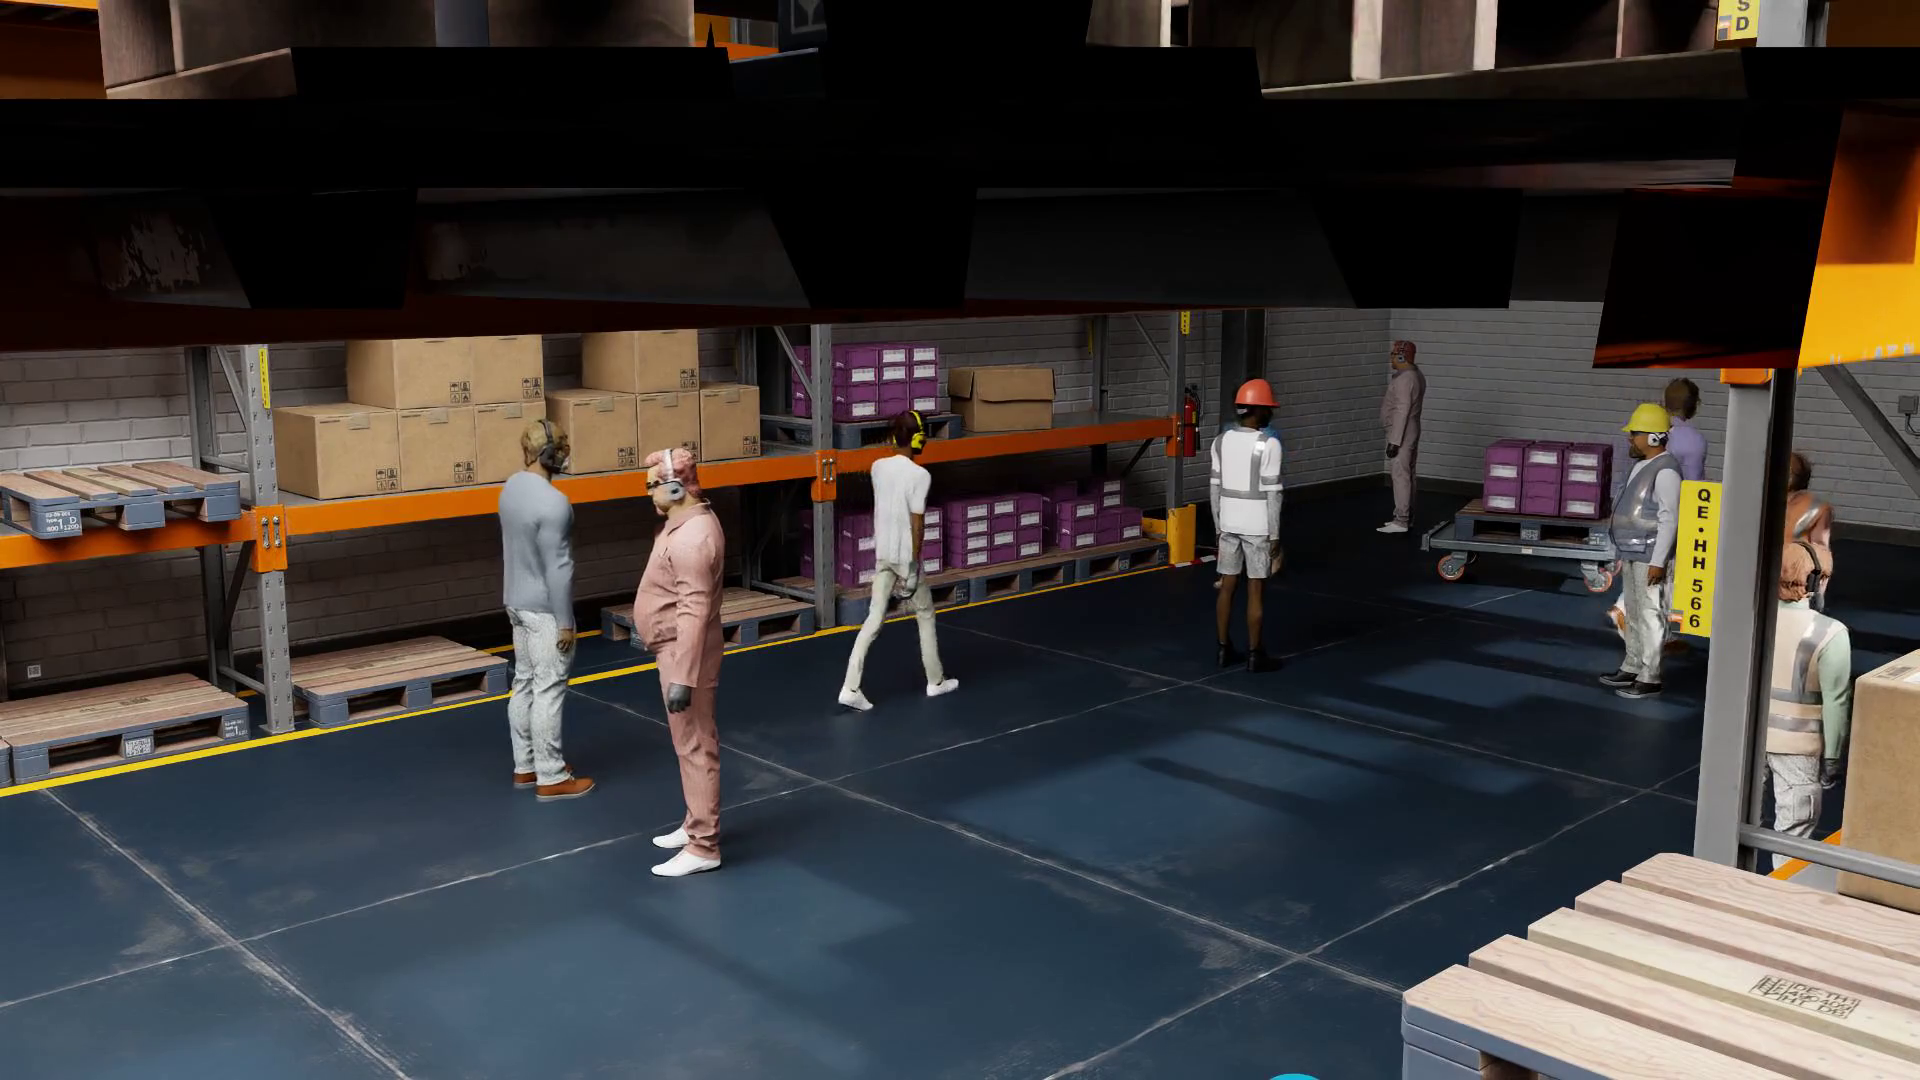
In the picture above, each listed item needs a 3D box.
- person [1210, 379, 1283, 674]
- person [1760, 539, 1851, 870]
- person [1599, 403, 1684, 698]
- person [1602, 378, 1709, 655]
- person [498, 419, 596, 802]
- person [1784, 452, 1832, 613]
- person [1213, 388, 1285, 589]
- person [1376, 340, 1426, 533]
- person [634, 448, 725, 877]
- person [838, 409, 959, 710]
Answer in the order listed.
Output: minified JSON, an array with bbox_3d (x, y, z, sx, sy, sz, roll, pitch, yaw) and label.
[{"bbox_3d":[1.908,-0.092,10.989,0.376,1.934,0.547,-9,13,-42],"label":"person"},{"bbox_3d":[3.226,0.814,6.546,0.315,1.640,0.515,-6,11,-29],"label":"person"},{"bbox_3d":[4.253,0.065,10.364,0.404,1.830,0.602,1,10,5],"label":"person"},{"bbox_3d":[4.774,-0.146,11.347,0.560,1.921,0.650,-3,10,-19],"label":"person"},{"bbox_3d":[-2.099,0.357,8.388,0.374,1.931,0.629,-7,12,-37],"label":"person"},{"bbox_3d":[4.880,0.267,9.865,0.791,1.609,0.519,-7,12,-35],"label":"person"},{"bbox_3d":[2.407,-0.440,13.785,0.653,1.676,0.538,-8,13,-41],"label":"person"},{"bbox_3d":[4.366,-1.021,16.506,0.407,1.909,0.639,5,11,28],"label":"person"},{"bbox_3d":[-1.240,0.537,7.408,0.407,1.902,0.639,-1,10,-7],"label":"person"},{"bbox_3d":[-0.399,0.121,10.107,0.522,1.826,0.963,7,12,36],"label":"person"}]
